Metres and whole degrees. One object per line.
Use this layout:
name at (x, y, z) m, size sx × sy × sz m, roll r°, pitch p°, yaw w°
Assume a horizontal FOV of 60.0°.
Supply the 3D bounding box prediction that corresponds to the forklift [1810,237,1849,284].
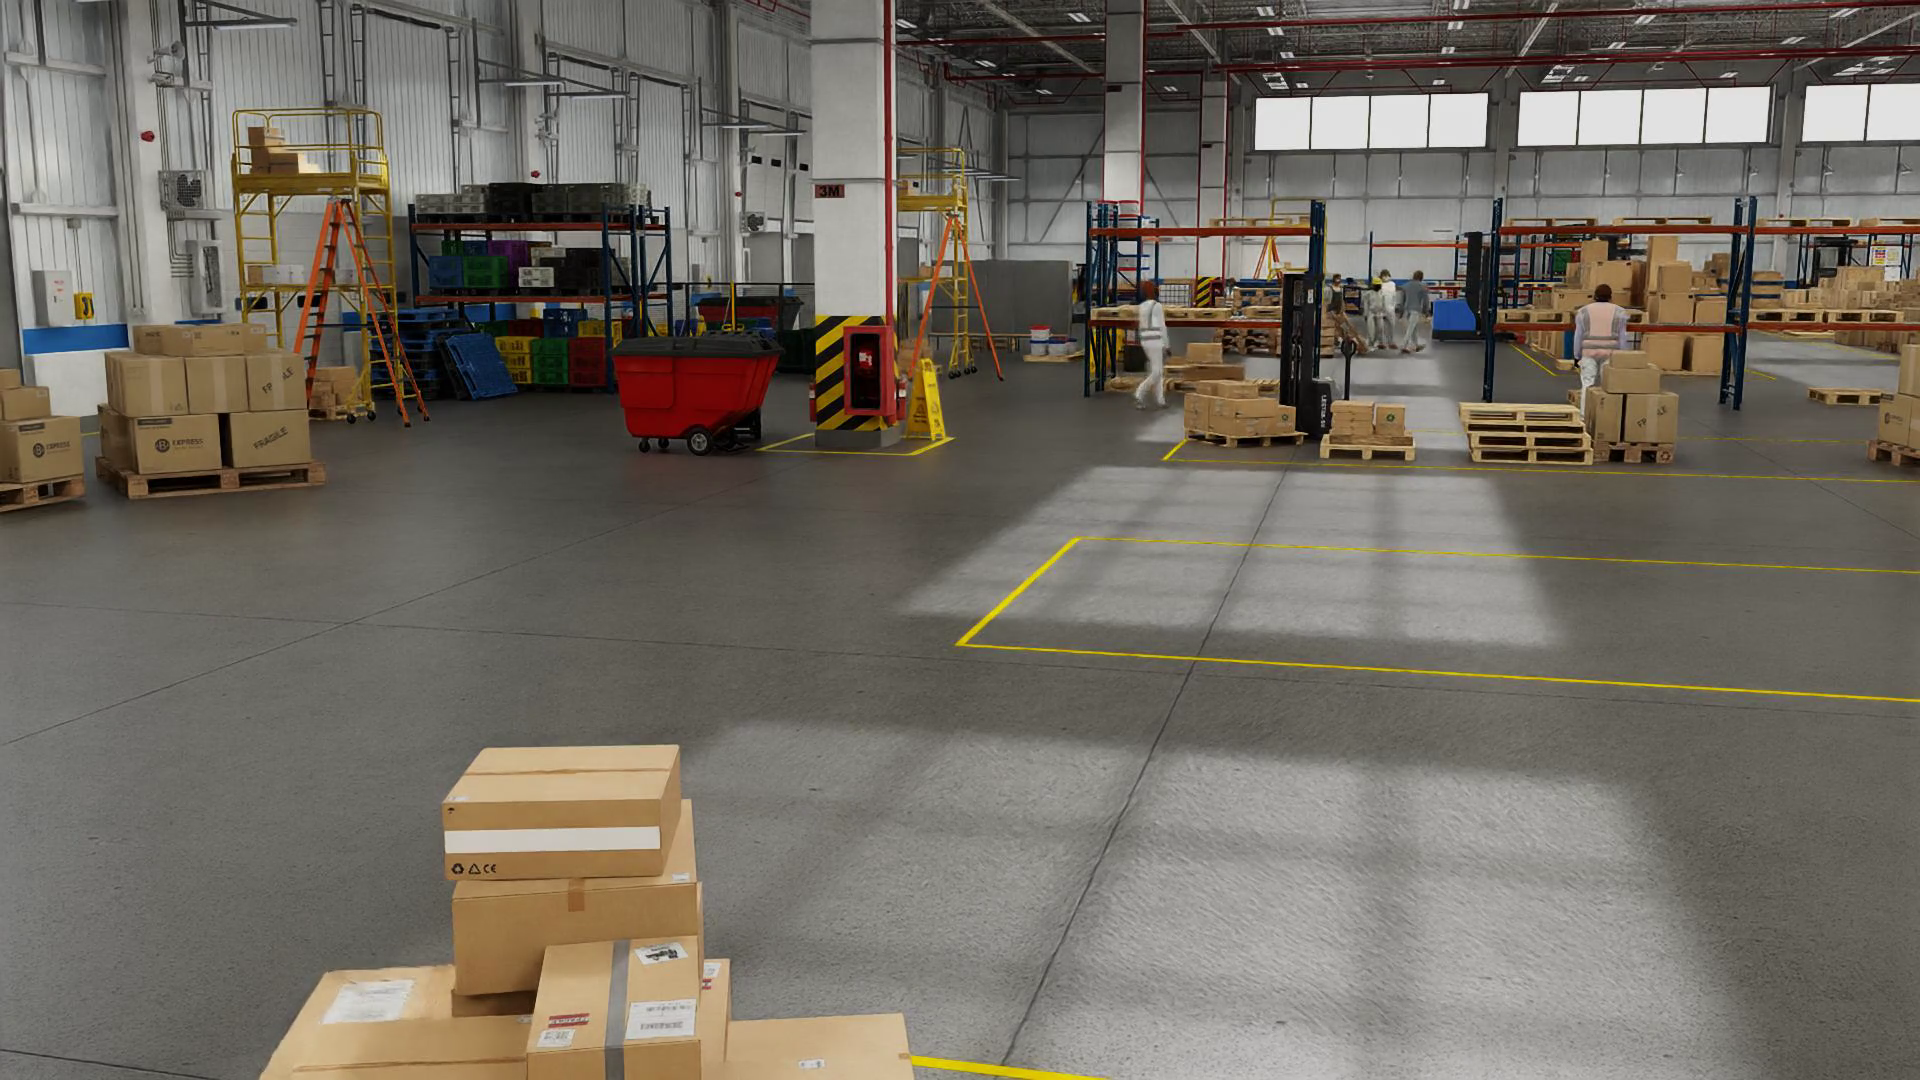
forklift at (27.372, -8.164, 52.473) m, size 1.129 × 2.768 × 1.873 m, roll 2°, pitch 10°, yaw 14°

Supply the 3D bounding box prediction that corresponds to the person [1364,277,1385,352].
person at (9.628, -5.234, 38.588) m, size 0.515 × 1.732 × 0.344 m, roll -2°, pitch 10°, yaw -9°

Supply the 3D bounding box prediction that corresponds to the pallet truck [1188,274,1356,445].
pallet truck at (3.653, -2.138, 19.590) m, size 1.885 × 1.965 × 0.823 m, roll -4°, pitch 10°, yaw -20°

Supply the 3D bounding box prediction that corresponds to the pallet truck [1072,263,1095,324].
pallet truck at (4.325, -8.180, 55.162) m, size 0.823 × 1.965 × 1.885 m, roll 6°, pitch 11°, yaw 31°

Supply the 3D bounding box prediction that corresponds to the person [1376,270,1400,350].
person at (10.074, -5.423, 39.252) m, size 0.655 × 1.888 × 0.804 m, roll -3°, pitch 10°, yaw -17°

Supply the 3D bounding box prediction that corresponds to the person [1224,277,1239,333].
person at (7.484, -6.399, 45.762) m, size 0.519 × 1.633 × 0.311 m, roll 7°, pitch 12°, yaw 35°

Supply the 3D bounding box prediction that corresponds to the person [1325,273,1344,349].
person at (8.914, -5.471, 39.776) m, size 0.518 × 1.818 × 0.879 m, roll -6°, pitch 11°, yaw -30°

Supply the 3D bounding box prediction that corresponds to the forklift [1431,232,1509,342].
forklift at (13.184, -6.527, 42.836) m, size 1.873 × 2.768 × 1.129 m, roll 2°, pitch 10°, yaw 14°

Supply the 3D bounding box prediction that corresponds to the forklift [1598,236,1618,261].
forklift at (20.025, -8.015, 51.594) m, size 1.873 × 2.768 × 1.129 m, roll 7°, pitch 12°, yaw 35°

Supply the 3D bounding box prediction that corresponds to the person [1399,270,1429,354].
person at (10.333, -5.155, 37.688) m, size 1.049 × 1.875 × 0.634 m, roll -7°, pitch 12°, yaw -34°

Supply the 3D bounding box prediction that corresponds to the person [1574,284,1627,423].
person at (8.211, -2.359, 21.352) m, size 0.637 × 1.840 × 0.429 m, roll 4°, pitch 10°, yaw 20°

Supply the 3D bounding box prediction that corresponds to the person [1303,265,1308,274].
person at (12.073, -8.676, 58.358) m, size 0.741 × 1.909 × 0.555 m, roll 5°, pitch 11°, yaw 26°

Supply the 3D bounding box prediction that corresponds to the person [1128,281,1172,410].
person at (2.725, -2.752, 23.652) m, size 0.642 × 1.845 × 0.651 m, roll -3°, pitch 10°, yaw -19°
